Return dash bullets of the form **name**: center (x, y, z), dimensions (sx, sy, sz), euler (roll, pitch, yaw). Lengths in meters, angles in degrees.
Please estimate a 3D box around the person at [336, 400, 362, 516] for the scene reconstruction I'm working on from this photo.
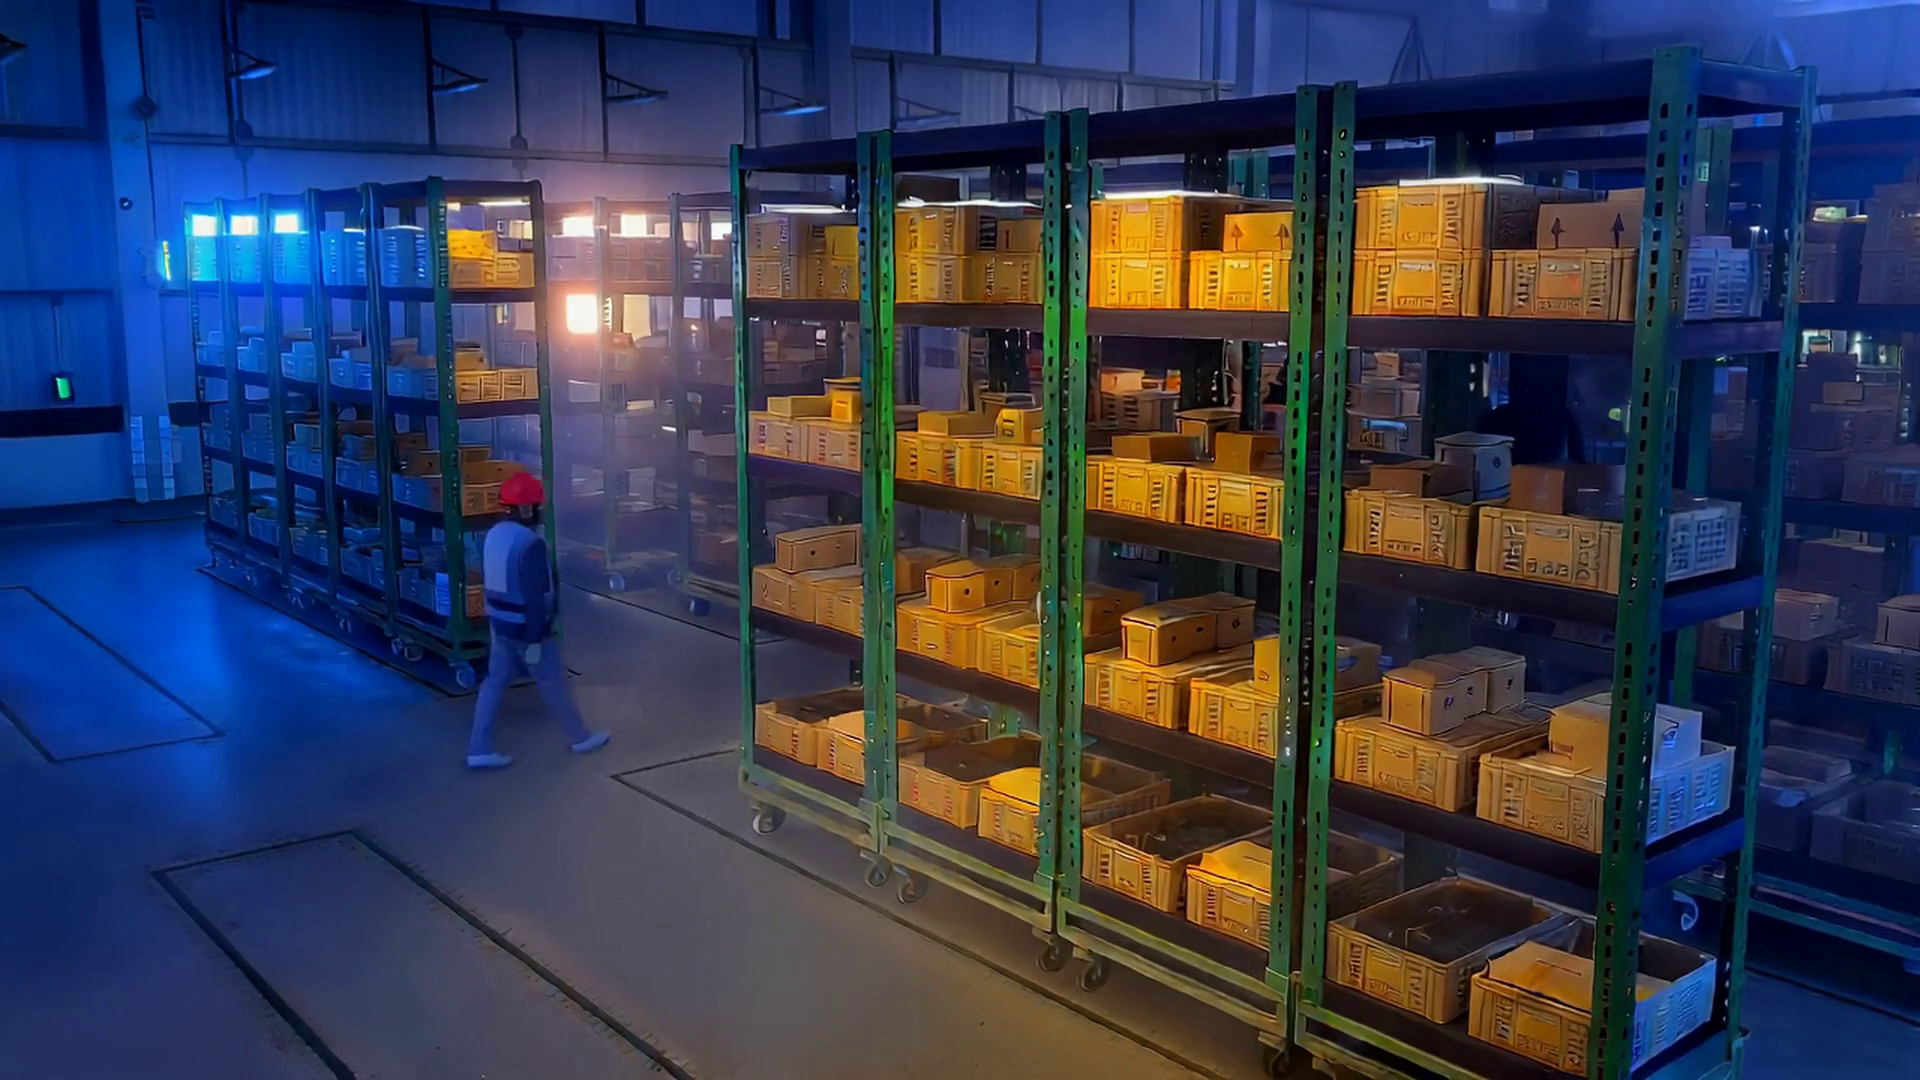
- **person**: center (-6.182, -0.686, 16.850), dimensions (0.385, 1.836, 0.570), euler (-3, 10, -15)

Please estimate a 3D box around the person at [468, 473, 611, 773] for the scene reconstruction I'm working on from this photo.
- **person**: center (-2.591, 0.483, 9.976), dimensions (0.616, 1.782, 0.922), euler (9, 13, 44)
